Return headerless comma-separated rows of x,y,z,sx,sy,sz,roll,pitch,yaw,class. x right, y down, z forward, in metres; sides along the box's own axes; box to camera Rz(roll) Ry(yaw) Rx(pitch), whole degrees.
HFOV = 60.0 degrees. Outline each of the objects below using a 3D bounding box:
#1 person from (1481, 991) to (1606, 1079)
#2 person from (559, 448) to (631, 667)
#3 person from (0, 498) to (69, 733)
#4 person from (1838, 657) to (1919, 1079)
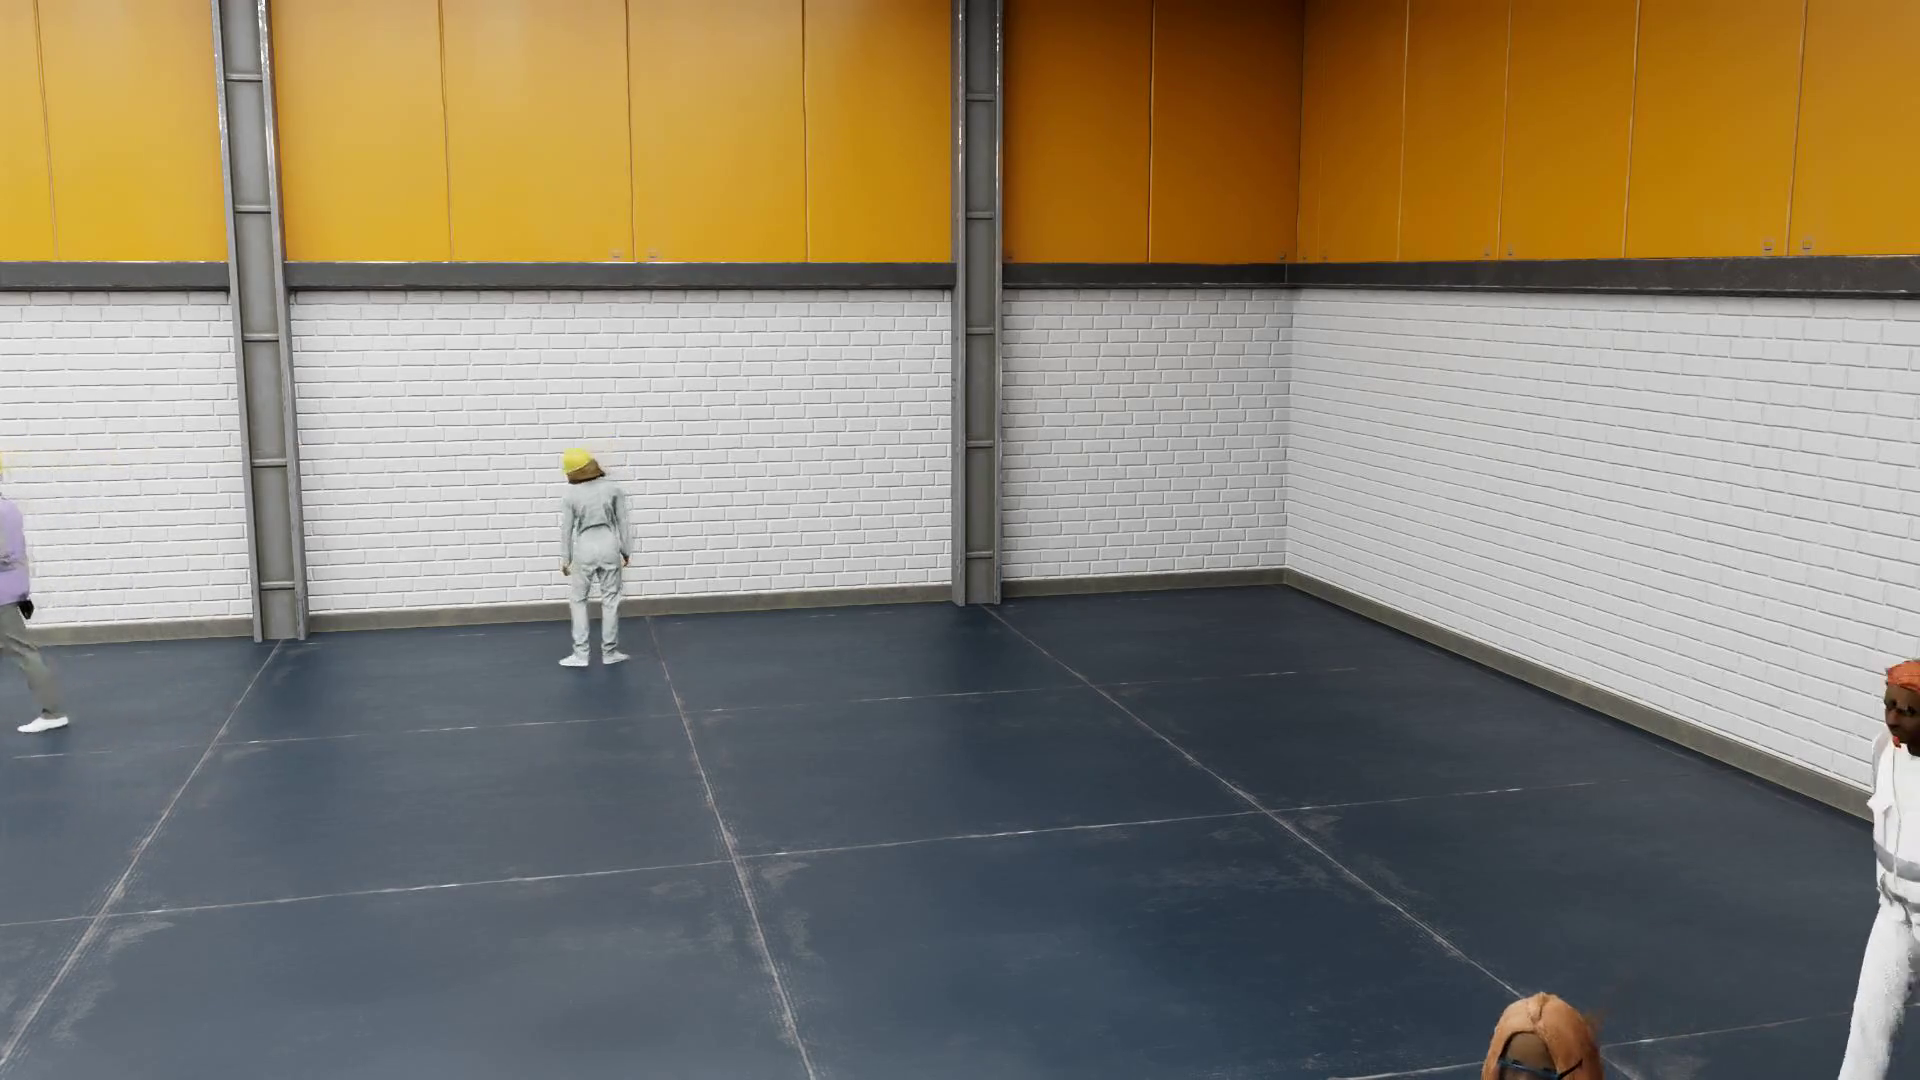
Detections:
1.183,1.700,3.431,0.515,1.582,0.847,6,11,35,person
-2.840,0.142,12.830,0.605,1.704,0.367,-3,10,-20,person
-6.396,0.359,10.892,0.974,1.874,0.607,-2,9,-11,person
3.310,1.260,5.544,1.054,1.813,0.585,-2,9,-14,person
